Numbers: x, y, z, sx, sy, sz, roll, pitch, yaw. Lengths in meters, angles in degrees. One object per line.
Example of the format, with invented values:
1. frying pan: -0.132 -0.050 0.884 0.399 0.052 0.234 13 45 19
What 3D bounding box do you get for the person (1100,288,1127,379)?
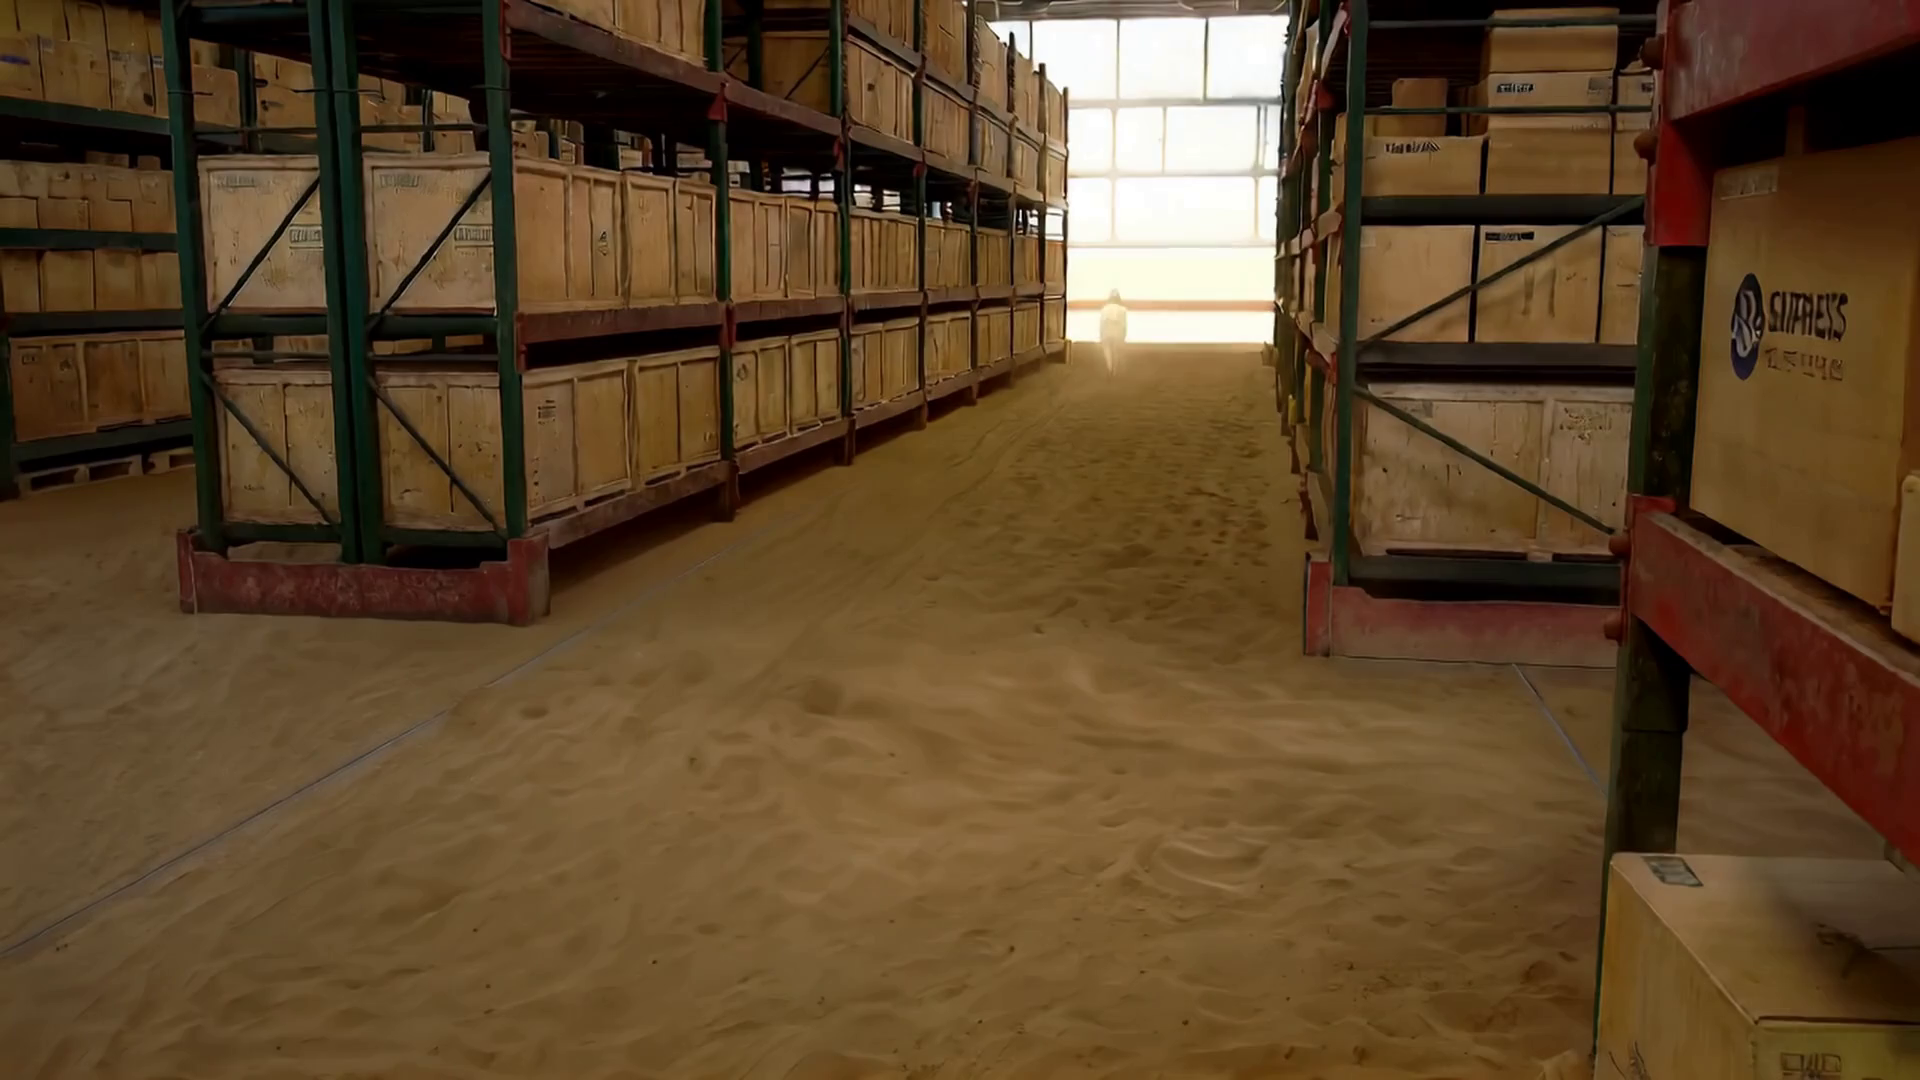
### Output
1. person: 2.884 -3.873 31.275 0.497 1.726 0.417 0 9 0
